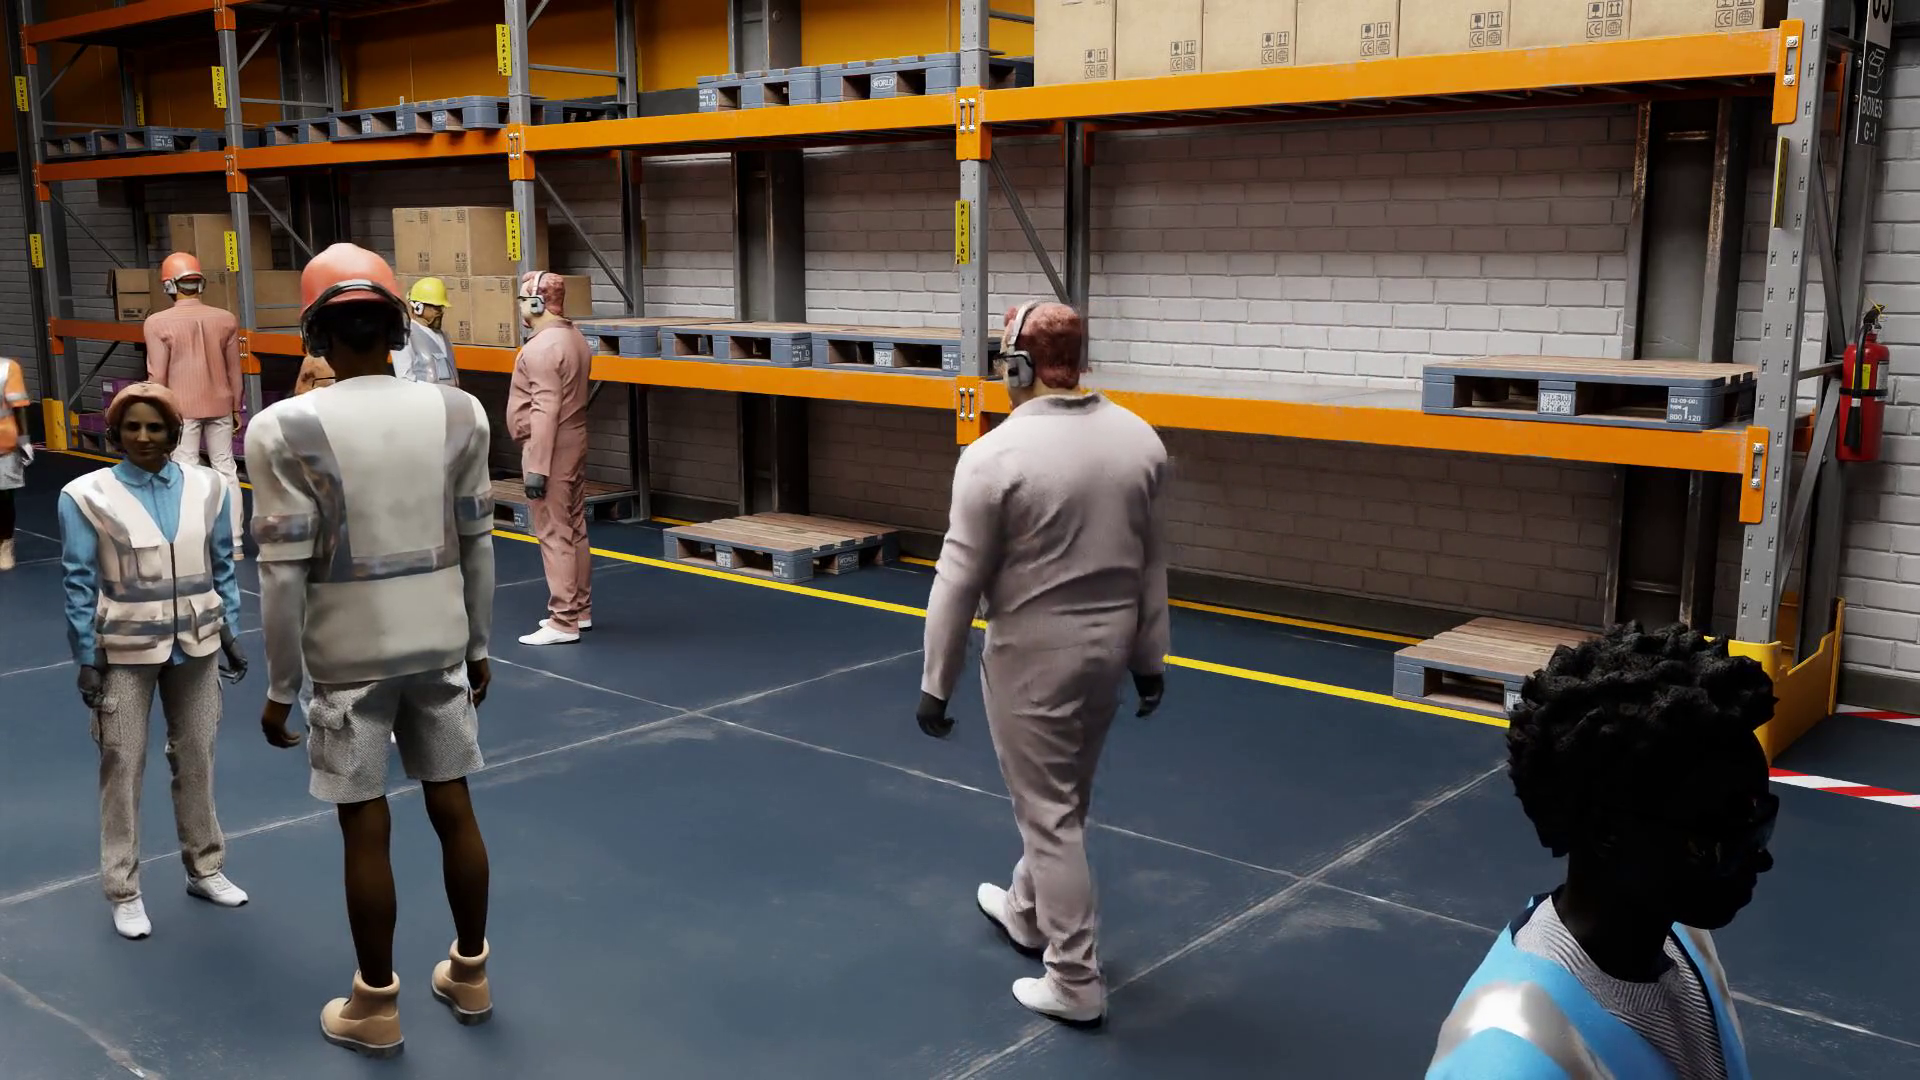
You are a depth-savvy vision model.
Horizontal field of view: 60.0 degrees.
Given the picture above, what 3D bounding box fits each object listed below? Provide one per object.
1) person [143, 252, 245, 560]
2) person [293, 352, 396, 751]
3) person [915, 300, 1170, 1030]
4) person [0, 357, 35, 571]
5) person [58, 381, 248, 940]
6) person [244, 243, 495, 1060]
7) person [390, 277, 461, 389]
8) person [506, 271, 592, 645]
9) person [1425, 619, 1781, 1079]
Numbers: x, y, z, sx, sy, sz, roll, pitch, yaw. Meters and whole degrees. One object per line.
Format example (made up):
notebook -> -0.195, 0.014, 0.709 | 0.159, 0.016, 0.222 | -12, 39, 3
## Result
person -> -4.877, -0.828, 10.626 | 0.378, 1.995, 0.608 | 8, 13, 39
person -> -2.475, 0.054, 6.626 | 0.280, 1.636, 0.504 | 5, 11, 25
person -> 0.165, 0.311, 4.440 | 0.680, 1.885, 0.710 | -8, 13, -37
person -> -5.957, -0.572, 10.143 | 0.536, 1.655, 0.863 | -6, 12, -30
person -> -2.391, 0.344, 4.973 | 0.315, 1.636, 0.515 | 8, 13, 39
person -> -1.466, 0.284, 4.191 | 0.606, 2.033, 0.403 | -9, 13, -41
person -> -3.594, -0.863, 11.305 | 0.403, 1.826, 0.588 | 2, 10, 12
person -> -2.110, -0.417, 8.539 | 0.406, 1.906, 0.654 | 1, 10, 3
person -> 0.588, 0.905, 1.609 | 0.317, 1.695, 0.540 | 7, 12, 35
